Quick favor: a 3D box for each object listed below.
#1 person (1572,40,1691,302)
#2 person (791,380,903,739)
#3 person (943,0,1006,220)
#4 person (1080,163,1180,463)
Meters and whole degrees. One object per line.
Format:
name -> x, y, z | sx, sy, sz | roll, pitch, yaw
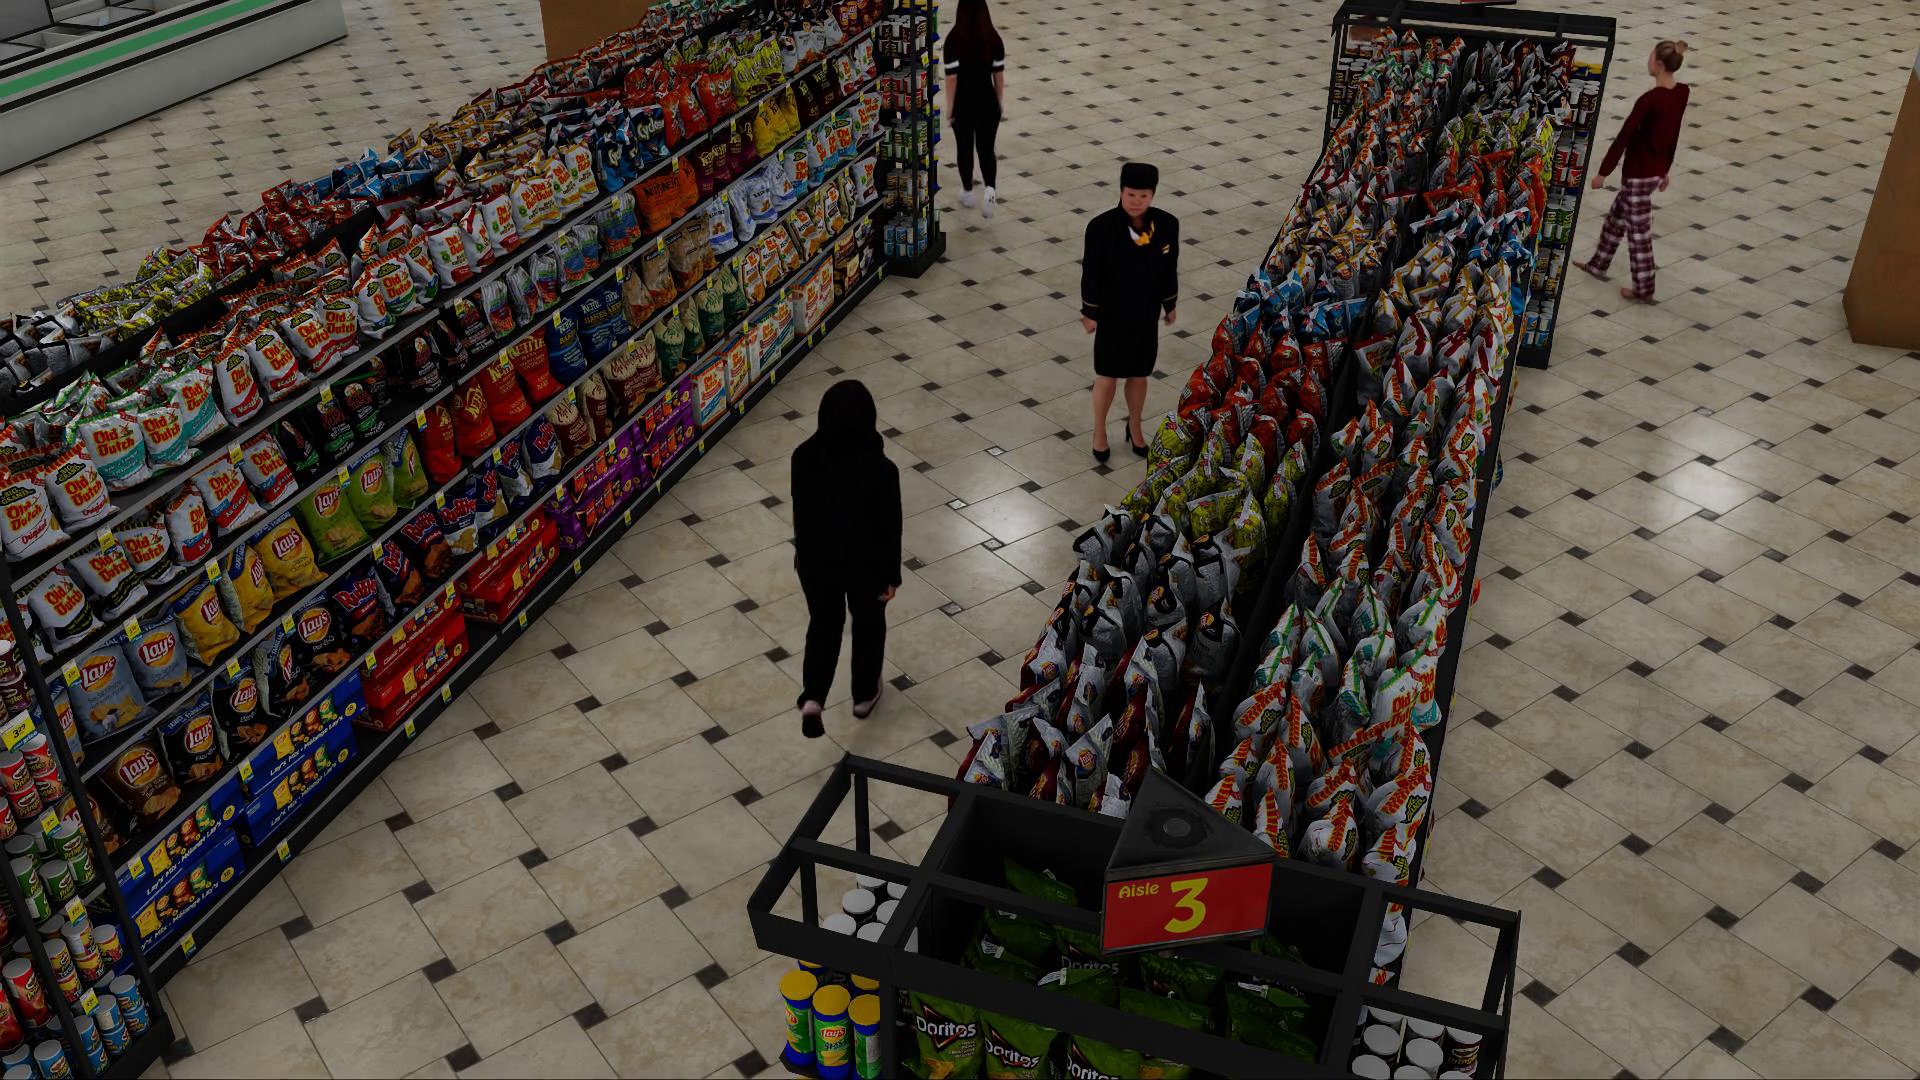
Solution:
person -> 4.466, -2.337, 10.698 | 0.948, 1.678, 0.945 | -25, 40, -34
person -> -0.491, 0.140, 6.790 | 0.710, 1.599, 0.915 | 6, 32, 10
person -> 0.119, -3.106, 11.988 | 0.946, 1.620, 1.122 | -6, 32, -10
person -> 0.907, -1.209, 8.892 | 0.807, 1.671, 0.821 | -7, 33, -11
